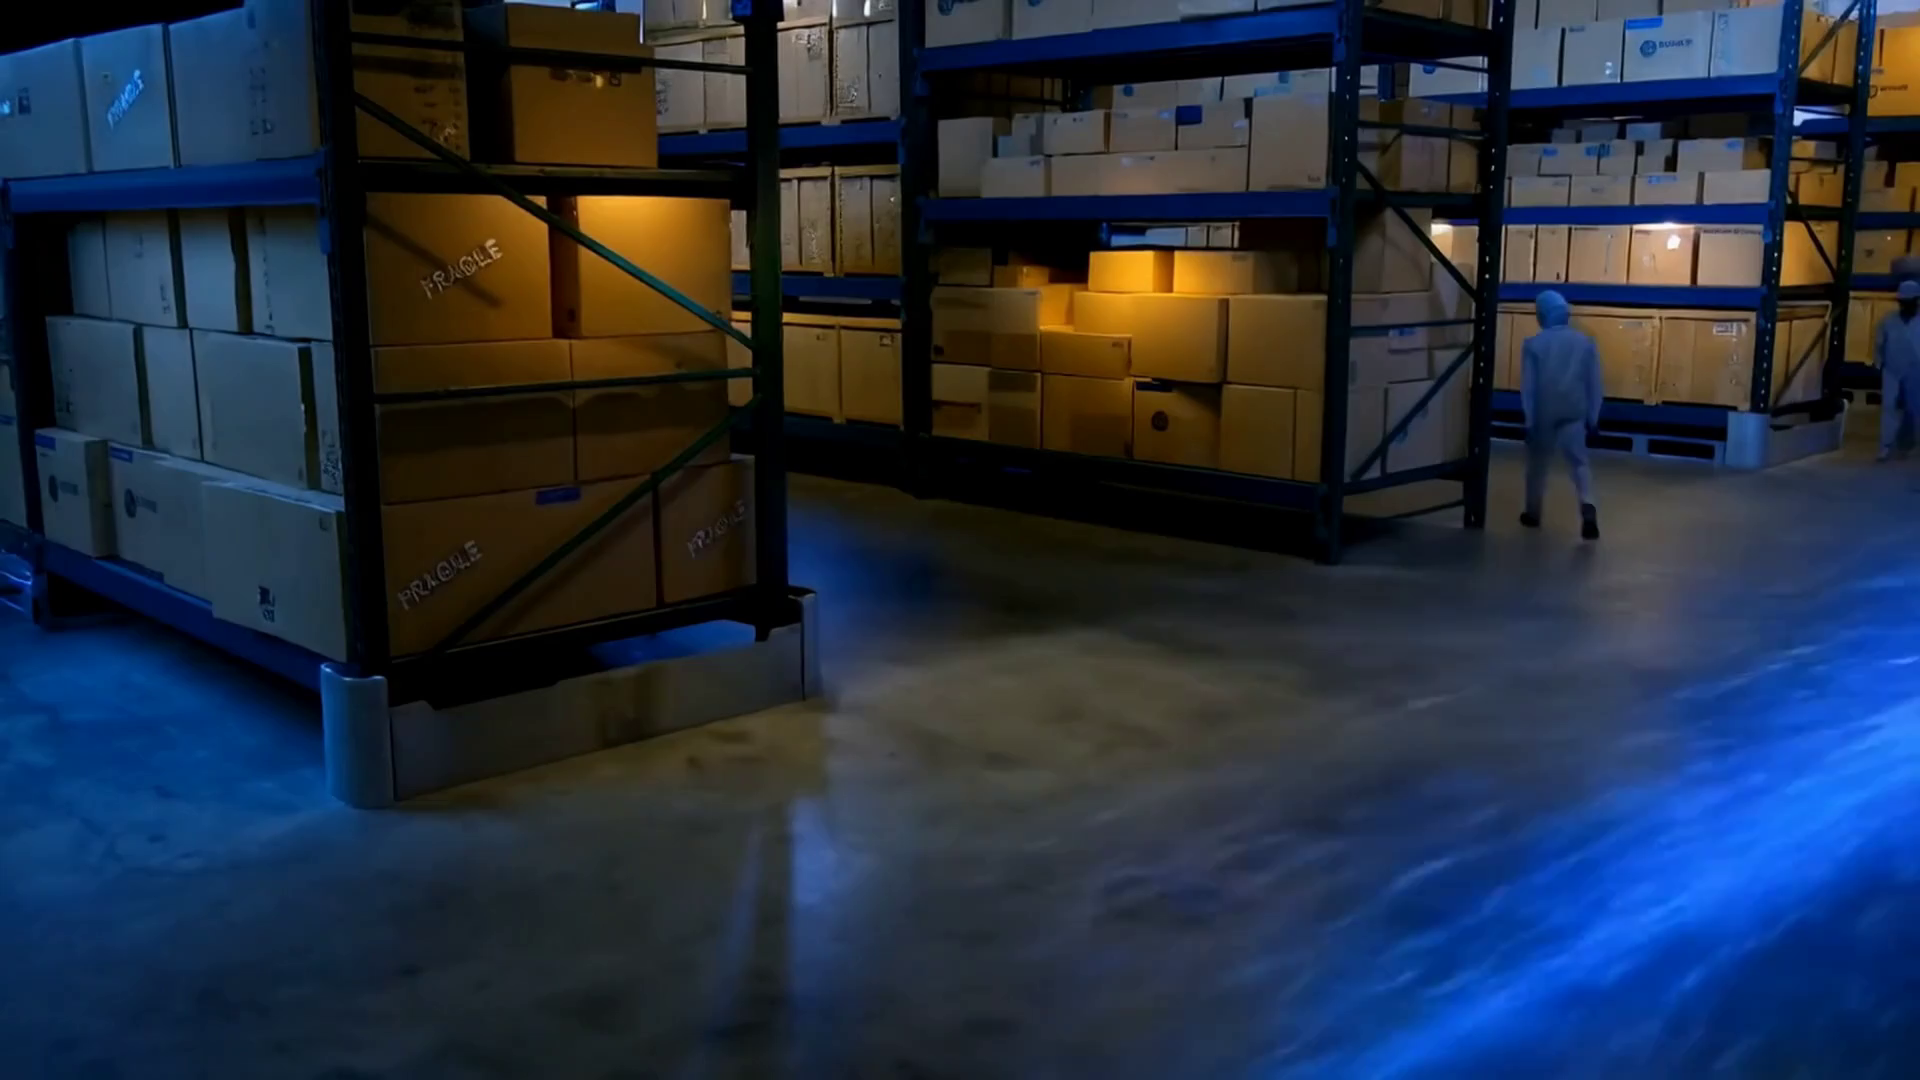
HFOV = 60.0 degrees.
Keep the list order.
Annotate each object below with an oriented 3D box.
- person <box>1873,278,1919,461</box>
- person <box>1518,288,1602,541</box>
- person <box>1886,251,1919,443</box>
[{"bbox_3d":[9.019,-1.630,15.863,0.567,1.732,0.696,8,13,39],"label":"person"},{"bbox_3d":[4.298,-0.901,11.837,0.610,1.772,0.969,0,10,0],"label":"person"},{"bbox_3d":[9.714,-1.964,17.061,0.491,1.969,0.614,8,13,38],"label":"person"}]
